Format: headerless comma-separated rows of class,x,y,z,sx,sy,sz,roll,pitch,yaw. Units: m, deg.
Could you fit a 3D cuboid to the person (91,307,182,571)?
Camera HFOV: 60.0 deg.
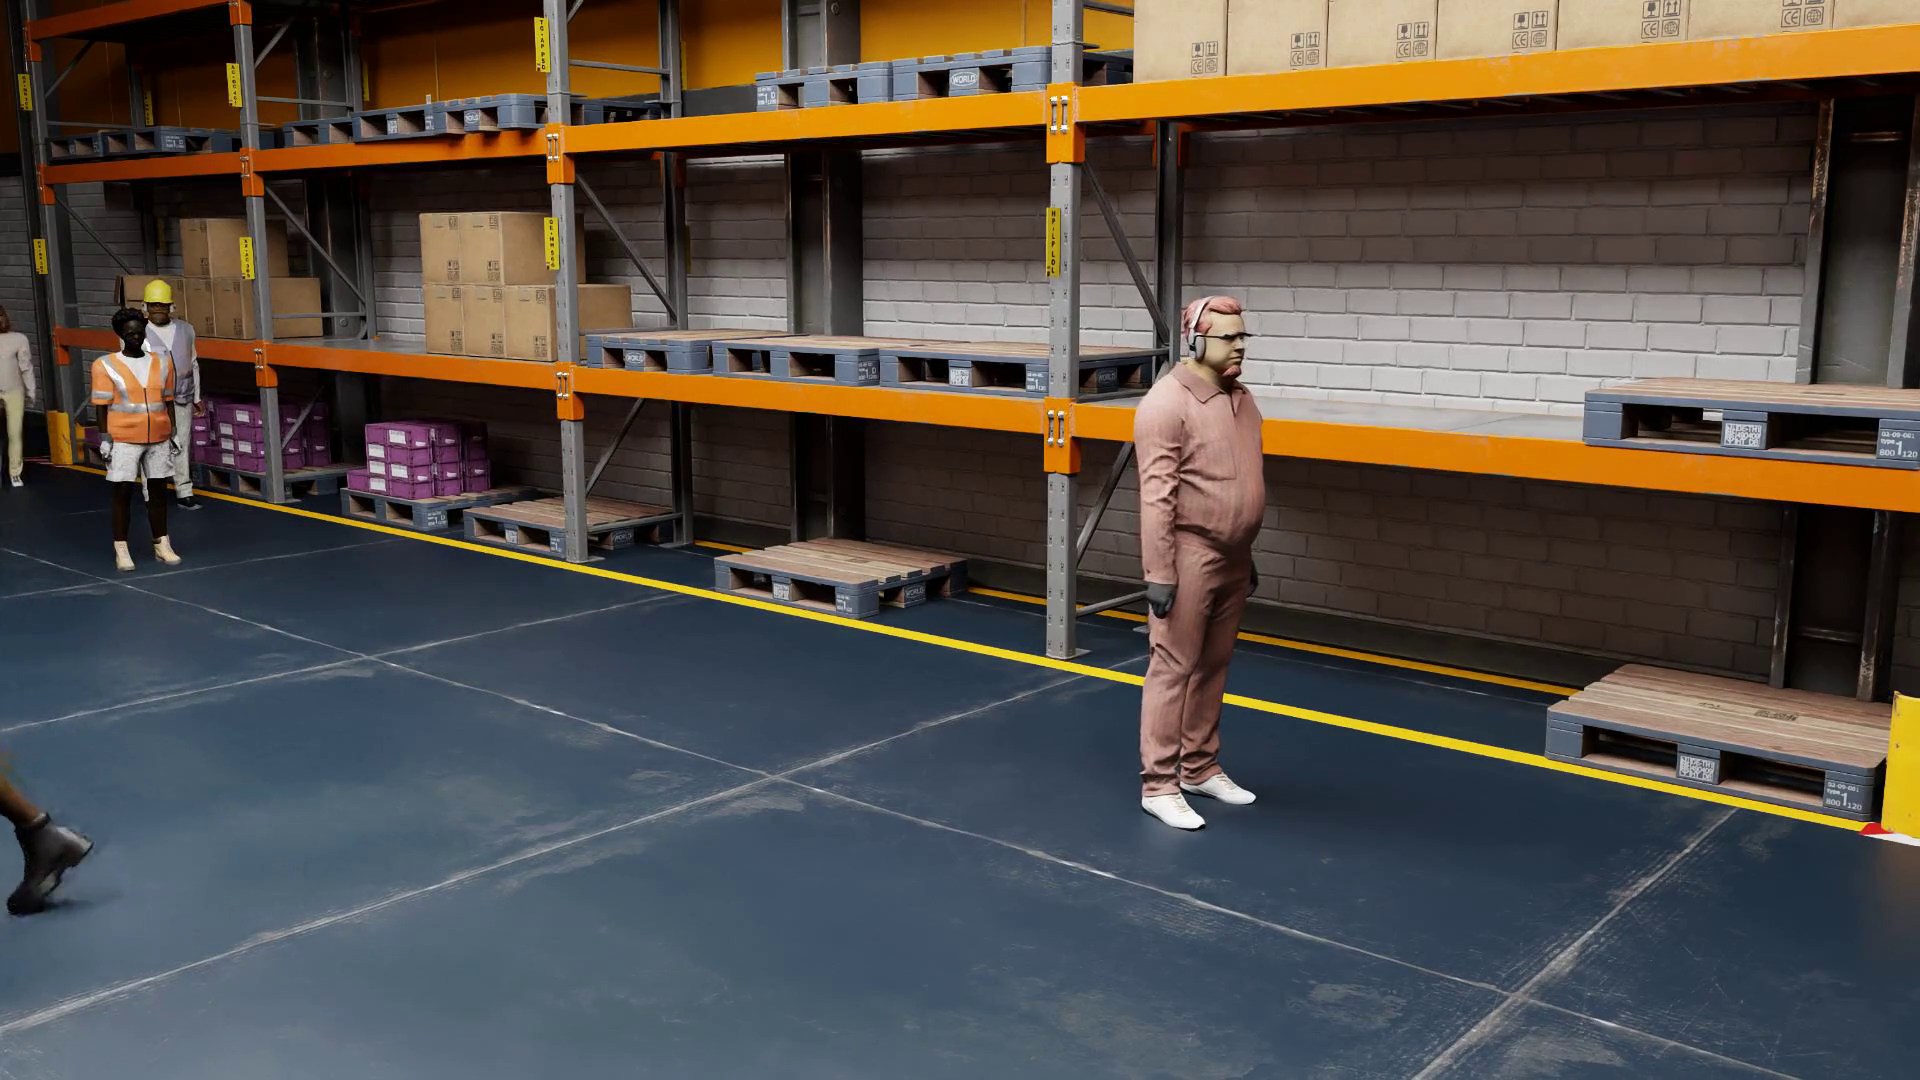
person,-5.320,-0.654,10.781,0.318,1.695,0.540,8,13,40

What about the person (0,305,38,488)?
person,-8.225,-1.231,14.306,0.514,1.611,0.661,-6,12,-30

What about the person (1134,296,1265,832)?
person,0.899,0.076,6.033,0.401,1.906,0.651,8,13,40

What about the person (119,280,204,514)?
person,-6.239,-1.120,13.060,0.403,1.827,0.599,8,13,40

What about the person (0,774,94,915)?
person,-3.177,0.270,4.978,0.900,1.898,0.546,-4,11,-20
